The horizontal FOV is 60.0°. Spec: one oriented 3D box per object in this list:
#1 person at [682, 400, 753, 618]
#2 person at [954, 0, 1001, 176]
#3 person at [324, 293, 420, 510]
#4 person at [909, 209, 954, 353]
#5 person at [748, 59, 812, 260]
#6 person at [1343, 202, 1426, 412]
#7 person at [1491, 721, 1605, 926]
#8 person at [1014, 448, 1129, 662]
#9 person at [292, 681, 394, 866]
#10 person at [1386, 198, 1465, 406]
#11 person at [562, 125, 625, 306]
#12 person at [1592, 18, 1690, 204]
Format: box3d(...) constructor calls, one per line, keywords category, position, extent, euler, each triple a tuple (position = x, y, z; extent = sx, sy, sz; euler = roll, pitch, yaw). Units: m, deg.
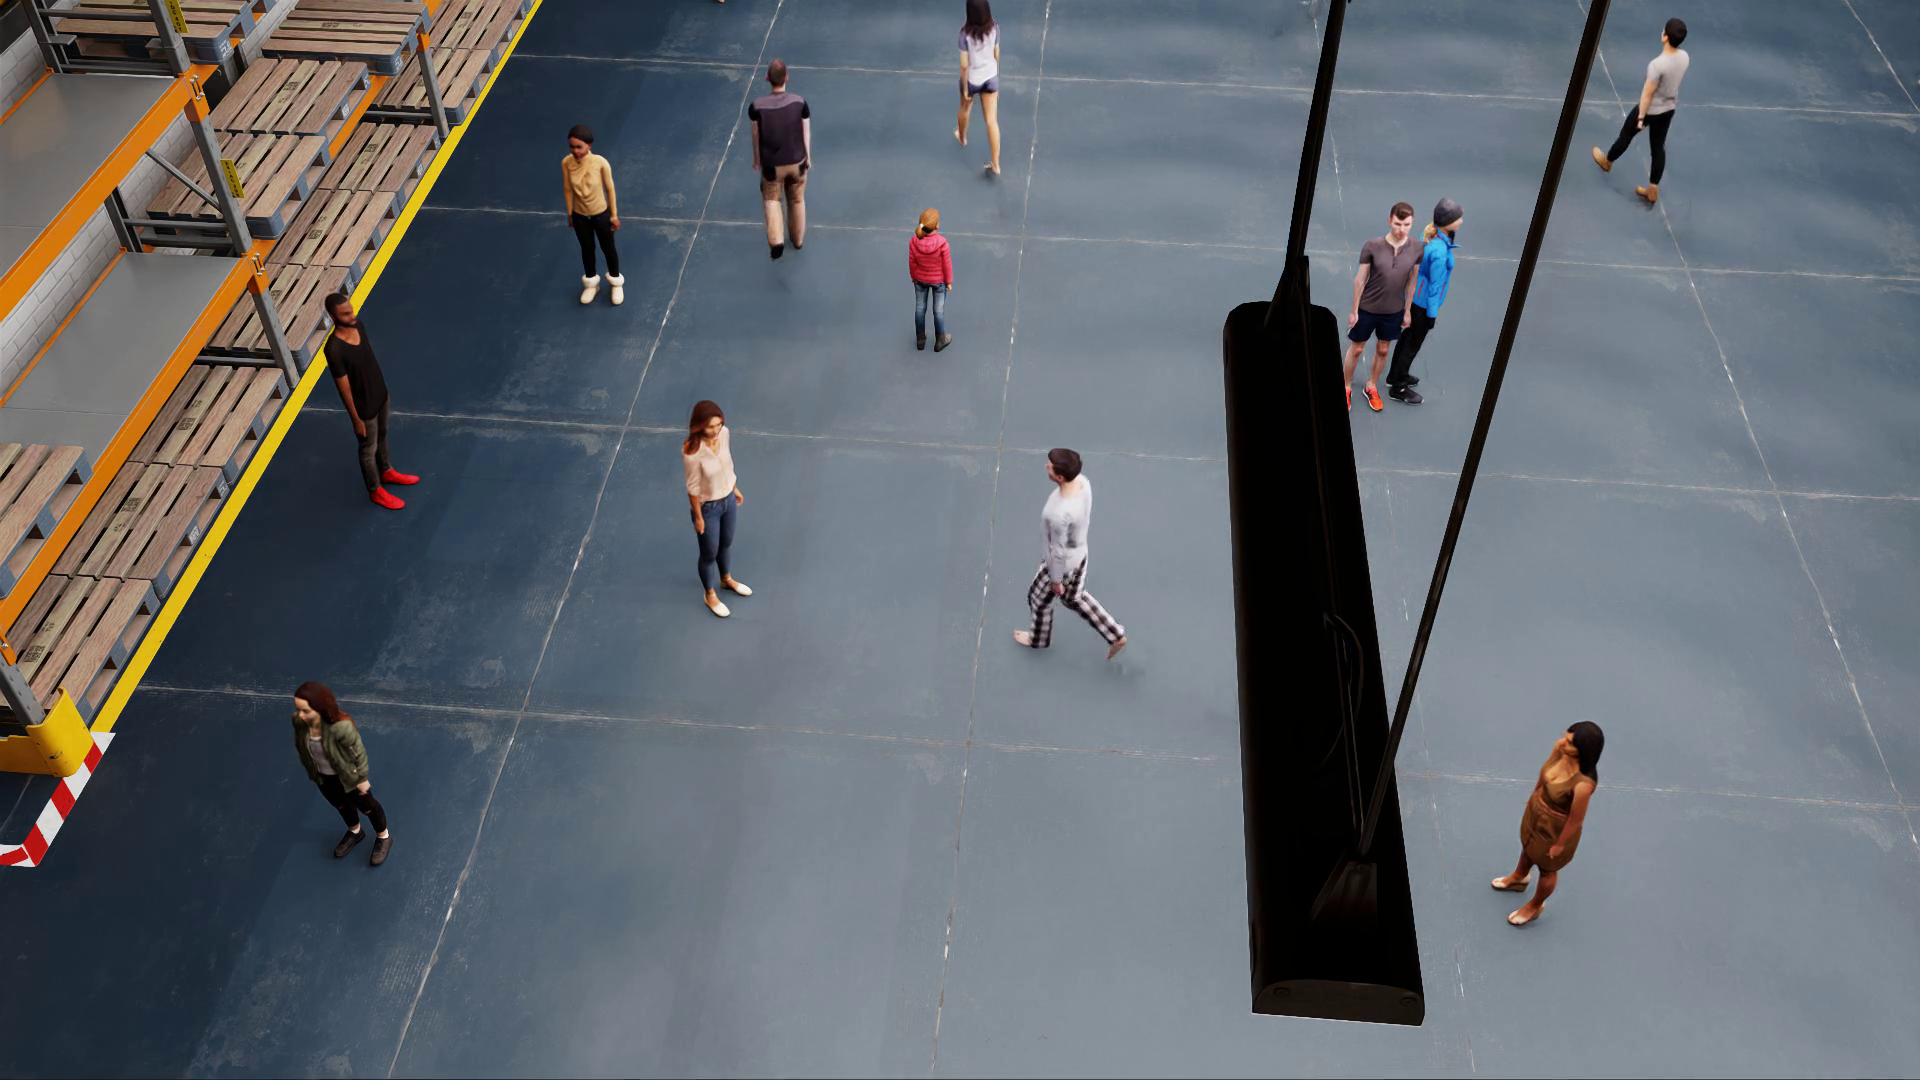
box3d(category="person", position=(-1.683, -0.249, 11.303), extent=(0.731, 1.789, 0.623), euler=(26, 49, 25))
box3d(category="person", position=(0.222, -4.236, 15.564), extent=(0.925, 1.683, 1.232), euler=(-15, 46, -15))
box3d(category="person", position=(-4.343, -1.034, 12.116), extent=(0.713, 1.803, 0.467), euler=(6, 44, 6))
box3d(category="person", position=(-0.245, -2.127, 13.615), extent=(0.544, 1.318, 0.541), euler=(10, 45, 11))
box3d(category="person", position=(-1.528, -3.243, 14.421), extent=(0.799, 1.822, 0.979), euler=(-6, 44, -6))
box3d(category="person", position=(3.262, -1.810, 12.895), extent=(0.661, 1.853, 0.566), euler=(0, 44, 0))
box3d(category="person", position=(3.364, 1.596, 9.438), extent=(0.653, 1.689, 0.506), euler=(-4, 44, -5))
box3d(category="person", position=(0.762, 0.132, 10.876), extent=(0.938, 1.824, 1.065), euler=(19, 47, 19))
box3d(category="person", position=(-3.671, 1.364, 9.836), extent=(0.613, 1.475, 0.561), euler=(10, 45, 11))
box3d(category="person", position=(3.626, -1.874, 13.000), extent=(0.675, 1.800, 0.454), euler=(4, 44, 5))
box3d(category="person", position=(-3.098, -2.754, 14.026), extent=(0.590, 1.659, 0.539), euler=(3, 44, 3))
box3d(category="person", position=(6.401, -3.889, 15.207), extent=(0.903, 1.673, 1.189), euler=(-13, 45, -14))
